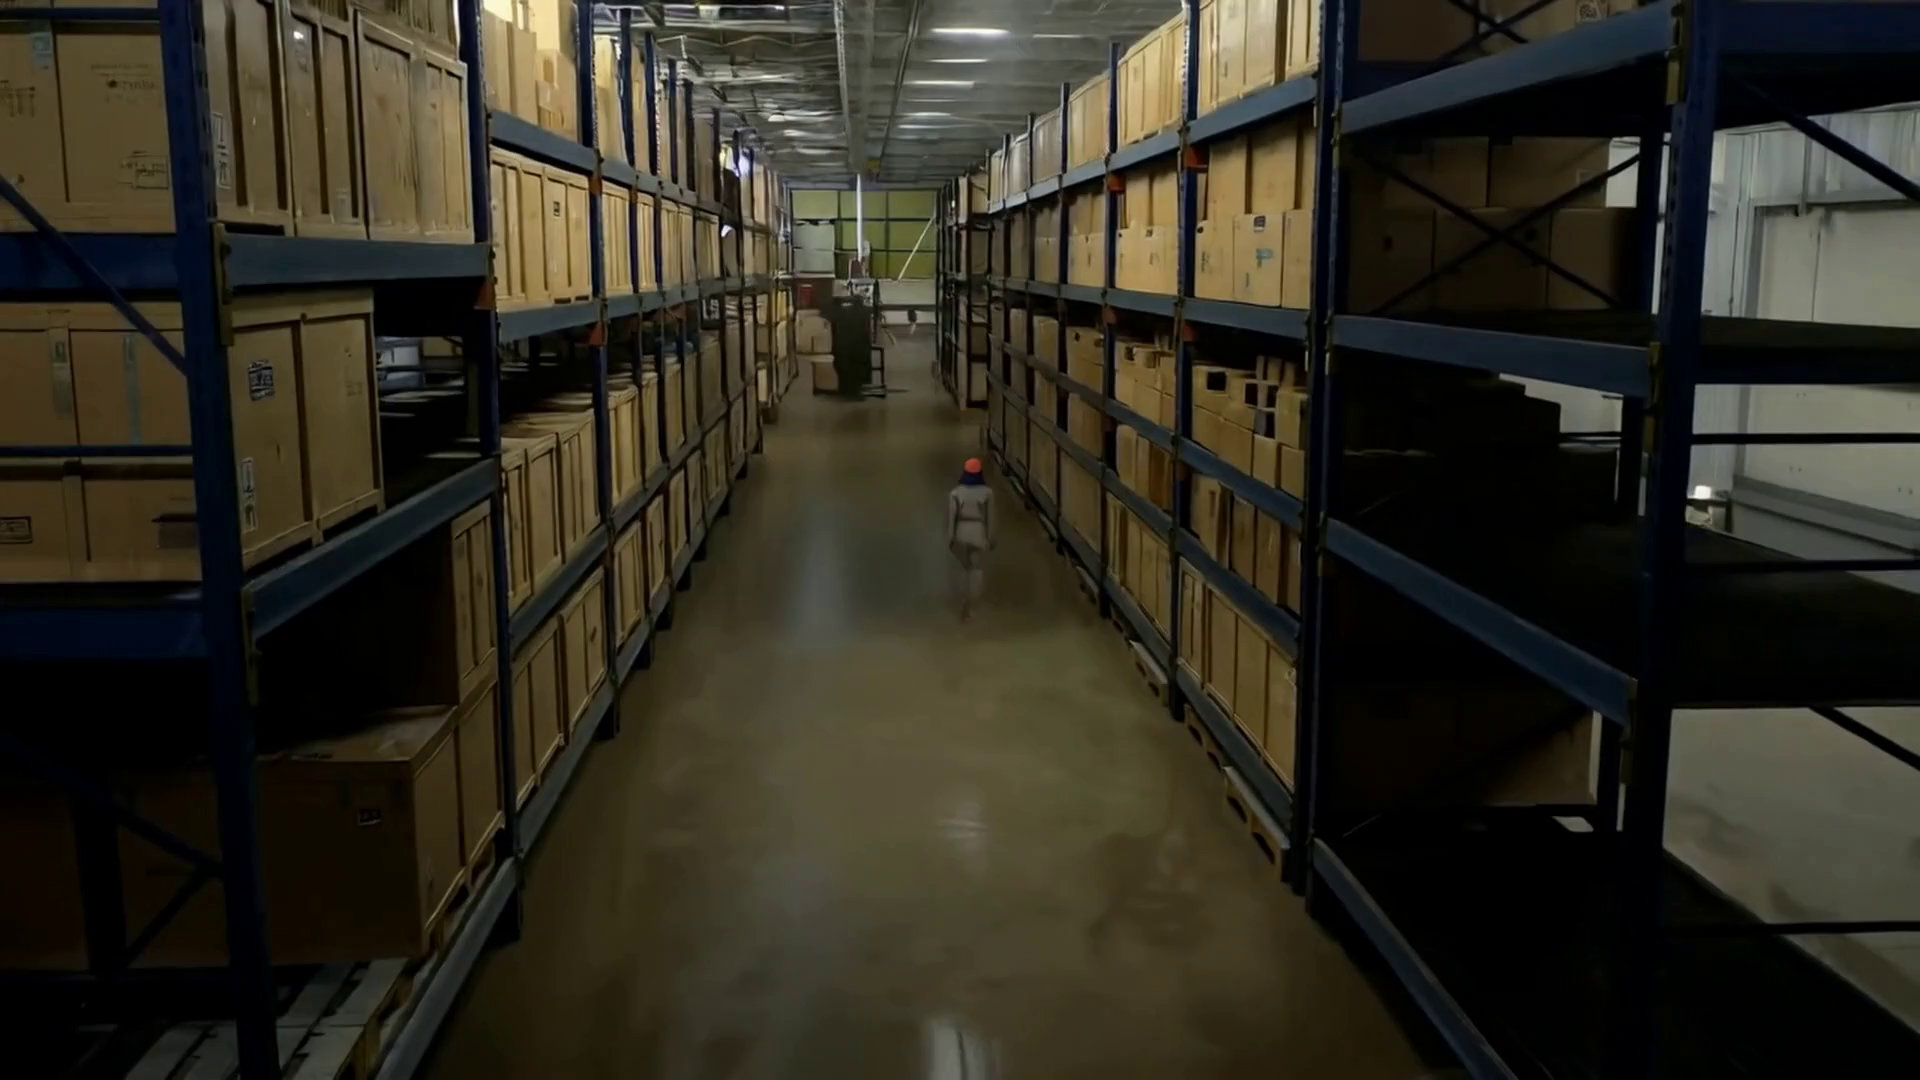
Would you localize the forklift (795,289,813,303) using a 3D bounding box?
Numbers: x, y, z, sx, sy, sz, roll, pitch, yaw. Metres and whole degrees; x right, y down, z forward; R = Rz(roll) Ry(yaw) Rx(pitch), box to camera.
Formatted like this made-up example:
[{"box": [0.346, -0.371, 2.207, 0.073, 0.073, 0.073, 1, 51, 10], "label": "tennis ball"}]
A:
[{"box": [-7.285, -10.538, 77.416, 1.129, 2.768, 1.873, -2, 10, -10], "label": "forklift"}]

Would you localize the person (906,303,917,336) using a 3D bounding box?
[{"box": [-2.519, -11.496, 86.754, 0.563, 1.666, 0.458, -2, 10, -11], "label": "person"}]

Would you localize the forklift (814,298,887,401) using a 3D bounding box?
[{"box": [-3.107, -5.322, 46.255, 1.873, 2.768, 1.129, 8, 13, 41], "label": "forklift"}]

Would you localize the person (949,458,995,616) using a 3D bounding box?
[{"box": [0.132, -0.038, 18.128, 0.502, 1.725, 0.466, 0, 10, 3], "label": "person"}]

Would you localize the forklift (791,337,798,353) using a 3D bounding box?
[{"box": [-6.850, -7.573, 59.707, 1.873, 2.768, 1.129, -5, 11, -30], "label": "forklift"}]
